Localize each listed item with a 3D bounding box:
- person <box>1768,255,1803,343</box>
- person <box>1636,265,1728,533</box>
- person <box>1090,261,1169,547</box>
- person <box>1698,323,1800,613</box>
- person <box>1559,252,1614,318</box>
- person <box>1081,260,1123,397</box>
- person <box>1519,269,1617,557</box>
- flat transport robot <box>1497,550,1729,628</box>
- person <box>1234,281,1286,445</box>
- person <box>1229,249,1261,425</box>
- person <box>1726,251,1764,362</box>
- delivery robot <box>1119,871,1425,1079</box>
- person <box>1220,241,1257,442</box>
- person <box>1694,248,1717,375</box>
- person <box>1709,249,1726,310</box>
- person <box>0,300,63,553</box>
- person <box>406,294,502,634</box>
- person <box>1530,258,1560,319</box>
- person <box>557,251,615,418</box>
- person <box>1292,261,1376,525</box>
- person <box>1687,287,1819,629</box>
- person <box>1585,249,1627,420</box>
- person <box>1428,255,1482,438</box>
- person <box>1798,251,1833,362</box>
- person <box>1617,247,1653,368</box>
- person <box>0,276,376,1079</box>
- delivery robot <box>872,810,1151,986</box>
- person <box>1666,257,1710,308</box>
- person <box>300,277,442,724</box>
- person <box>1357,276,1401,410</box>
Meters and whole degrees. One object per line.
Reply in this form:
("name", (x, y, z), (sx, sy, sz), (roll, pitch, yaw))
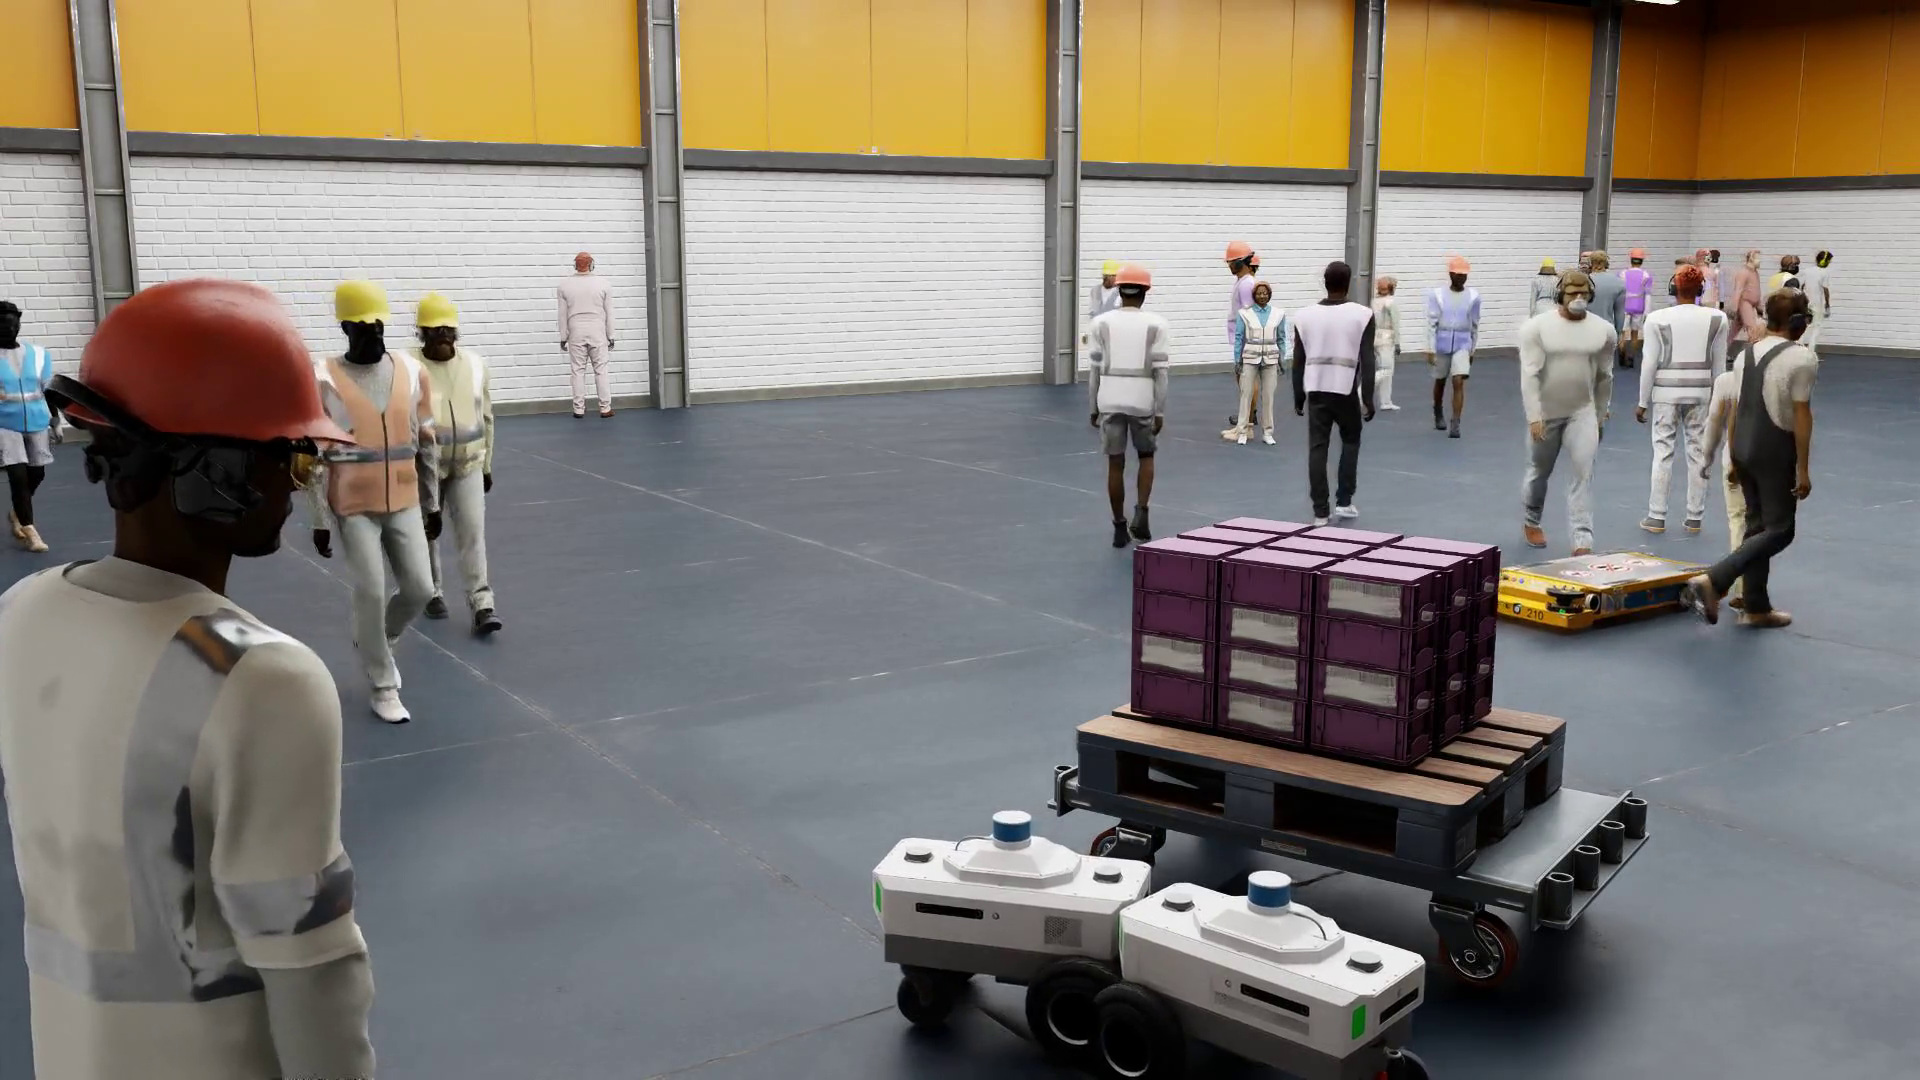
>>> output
("person", (11.359, -3.000, 22.900), (0.454, 1.833, 0.661), (1, 10, 3))
("person", (5.060, -0.981, 11.686), (0.572, 1.883, 0.353), (1, 10, 7))
("person", (1.131, -0.910, 11.201), (0.539, 1.912, 0.452), (2, 11, 10))
("person", (4.467, -0.423, 9.396), (0.518, 1.593, 0.811), (3, 11, 16))
("person", (7.169, -2.352, 19.135), (0.641, 1.908, 0.409), (8, 13, 37))
("person", (1.800, -2.563, 20.645), (0.591, 1.778, 0.940), (8, 13, 36))
("person", (3.908, -0.810, 10.794), (0.619, 1.889, 1.053), (1, 10, 7))
("flat transport robot", (3.591, 0.257, 9.315), (1.431, 0.197, 0.652), (-7, 12, -33))
("person", (3.003, -1.769, 16.669), (0.524, 1.639, 0.308), (0, 10, -2))
("person", (3.182, -2.244, 18.444), (0.352, 1.942, 0.542), (2, 10, 9))
("person", (13.024, -3.837, 27.436), (1.046, 1.844, 0.668), (8, 13, 38))
("delivery robot", (0.737, 1.039, 3.993), (0.707, 0.478, 0.477), (9, 14, 41))
("person", (2.845, -2.011, 16.919), (0.404, 2.034, 0.609), (2, 10, 9))
("person", (11.208, -3.456, 25.185), (0.409, 1.909, 0.639), (-4, 11, -19))
("person", (13.804, -4.417, 30.633), (0.430, 1.845, 0.624), (-7, 12, -32))
("person", (-6.334, -0.774, 11.133), (0.779, 1.667, 0.534), (9, 13, 39))
("person", (-2.729, -0.401, 8.792), (0.609, 1.779, 0.945), (-7, 12, -32))
("person", (9.476, -3.690, 26.944), (0.481, 1.736, 0.323), (2, 11, 11))
("person", (-4.279, -2.349, 19.116), (0.636, 1.911, 0.404), (-1, 10, -7))
("person", (2.741, -1.073, 12.133), (0.631, 1.895, 0.692), (5, 11, 25))
("person", (4.136, -0.401, 8.673), (0.654, 1.824, 0.534), (-3, 11, -16))
("person", (7.204, -2.320, 18.886), (0.628, 1.935, 0.373), (2, 11, 12))
("person", (5.188, -2.054, 17.530), (0.536, 1.904, 0.941), (2, 11, 13))
("person", (14.255, -3.902, 27.842), (0.302, 1.840, 0.612), (-6, 12, -28))
("person", (10.578, -3.645, 26.199), (0.575, 1.912, 0.719), (5, 11, 23))
("person", (-0.922, 0.696, 2.099), (0.611, 2.031, 0.407), (7, 12, 33))
("delivery robot", (0.134, 0.962, 4.415), (0.707, 0.478, 0.477), (3, 11, 16))
("person", (9.127, -2.664, 21.106), (0.869, 1.804, 0.578), (-6, 12, -30))
("person", (-2.542, -0.173, 7.177), (0.602, 1.908, 0.489), (-10, 14, -43))
("person", (5.000, -2.333, 19.819), (0.631, 1.615, 0.523), (-2, 11, -11))
